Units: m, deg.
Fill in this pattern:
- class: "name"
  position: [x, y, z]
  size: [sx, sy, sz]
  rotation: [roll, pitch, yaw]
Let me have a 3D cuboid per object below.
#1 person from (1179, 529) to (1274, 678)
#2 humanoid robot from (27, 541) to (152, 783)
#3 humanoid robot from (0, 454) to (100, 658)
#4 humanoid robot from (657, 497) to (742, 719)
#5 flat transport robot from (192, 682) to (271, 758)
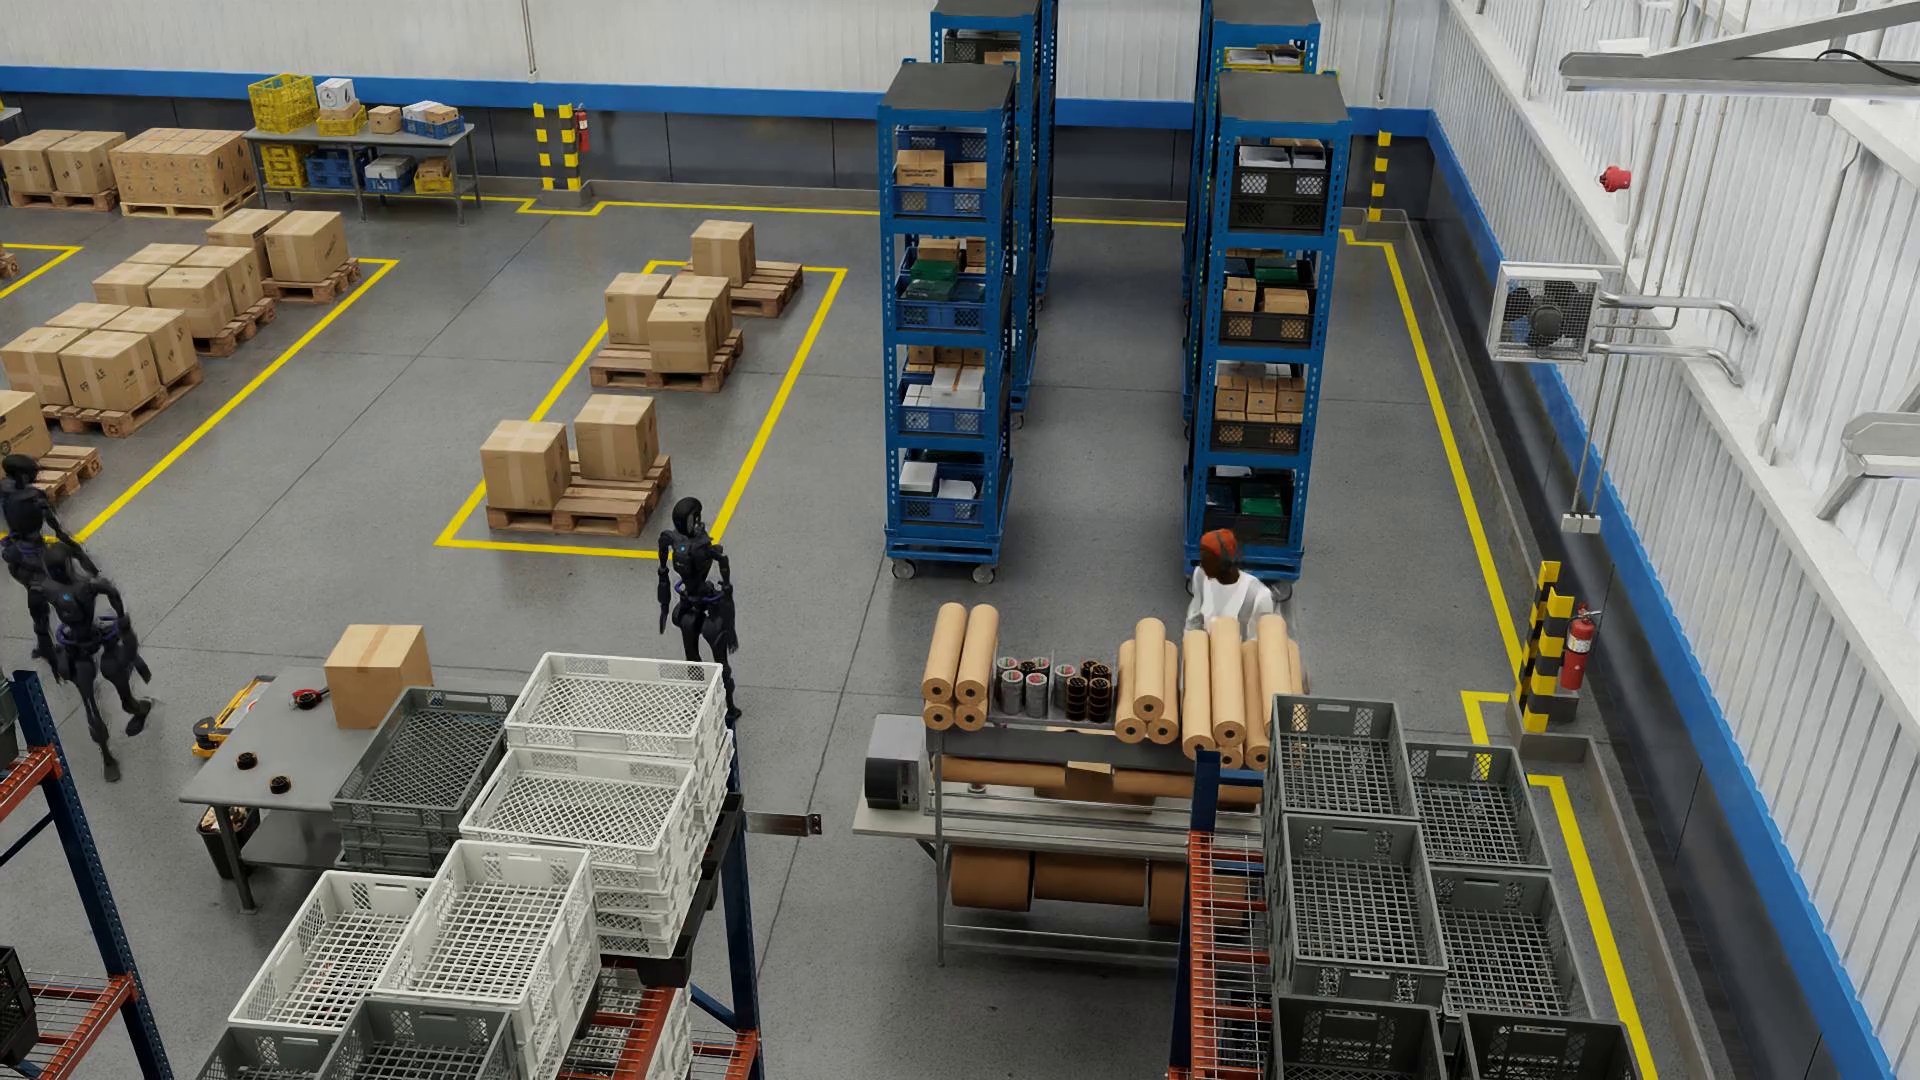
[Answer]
- class: "person"
  position: [1.599, 0.738, 9.832]
  size: [0.631, 1.847, 0.601]
  rotation: [-19, 35, -29]
- class: "humanoid robot"
  position: [-5.284, 0.641, 10.184]
  size: [0.585, 1.627, 0.624]
  rotation: [-9, 31, -15]
- class: "humanoid robot"
  position: [-6.129, 0.105, 11.114]
  size: [0.613, 1.621, 0.419]
  rotation: [14, 33, 22]
- class: "humanoid robot"
  position: [-1.640, 0.456, 10.488]
  size: [0.575, 1.652, 0.318]
  rotation: [15, 33, 24]
- class: "flat transport robot"
  position: [-4.089, 1.163, 10.648]
  size: [1.431, 0.197, 0.652]
  rotation: [3, 30, 6]
